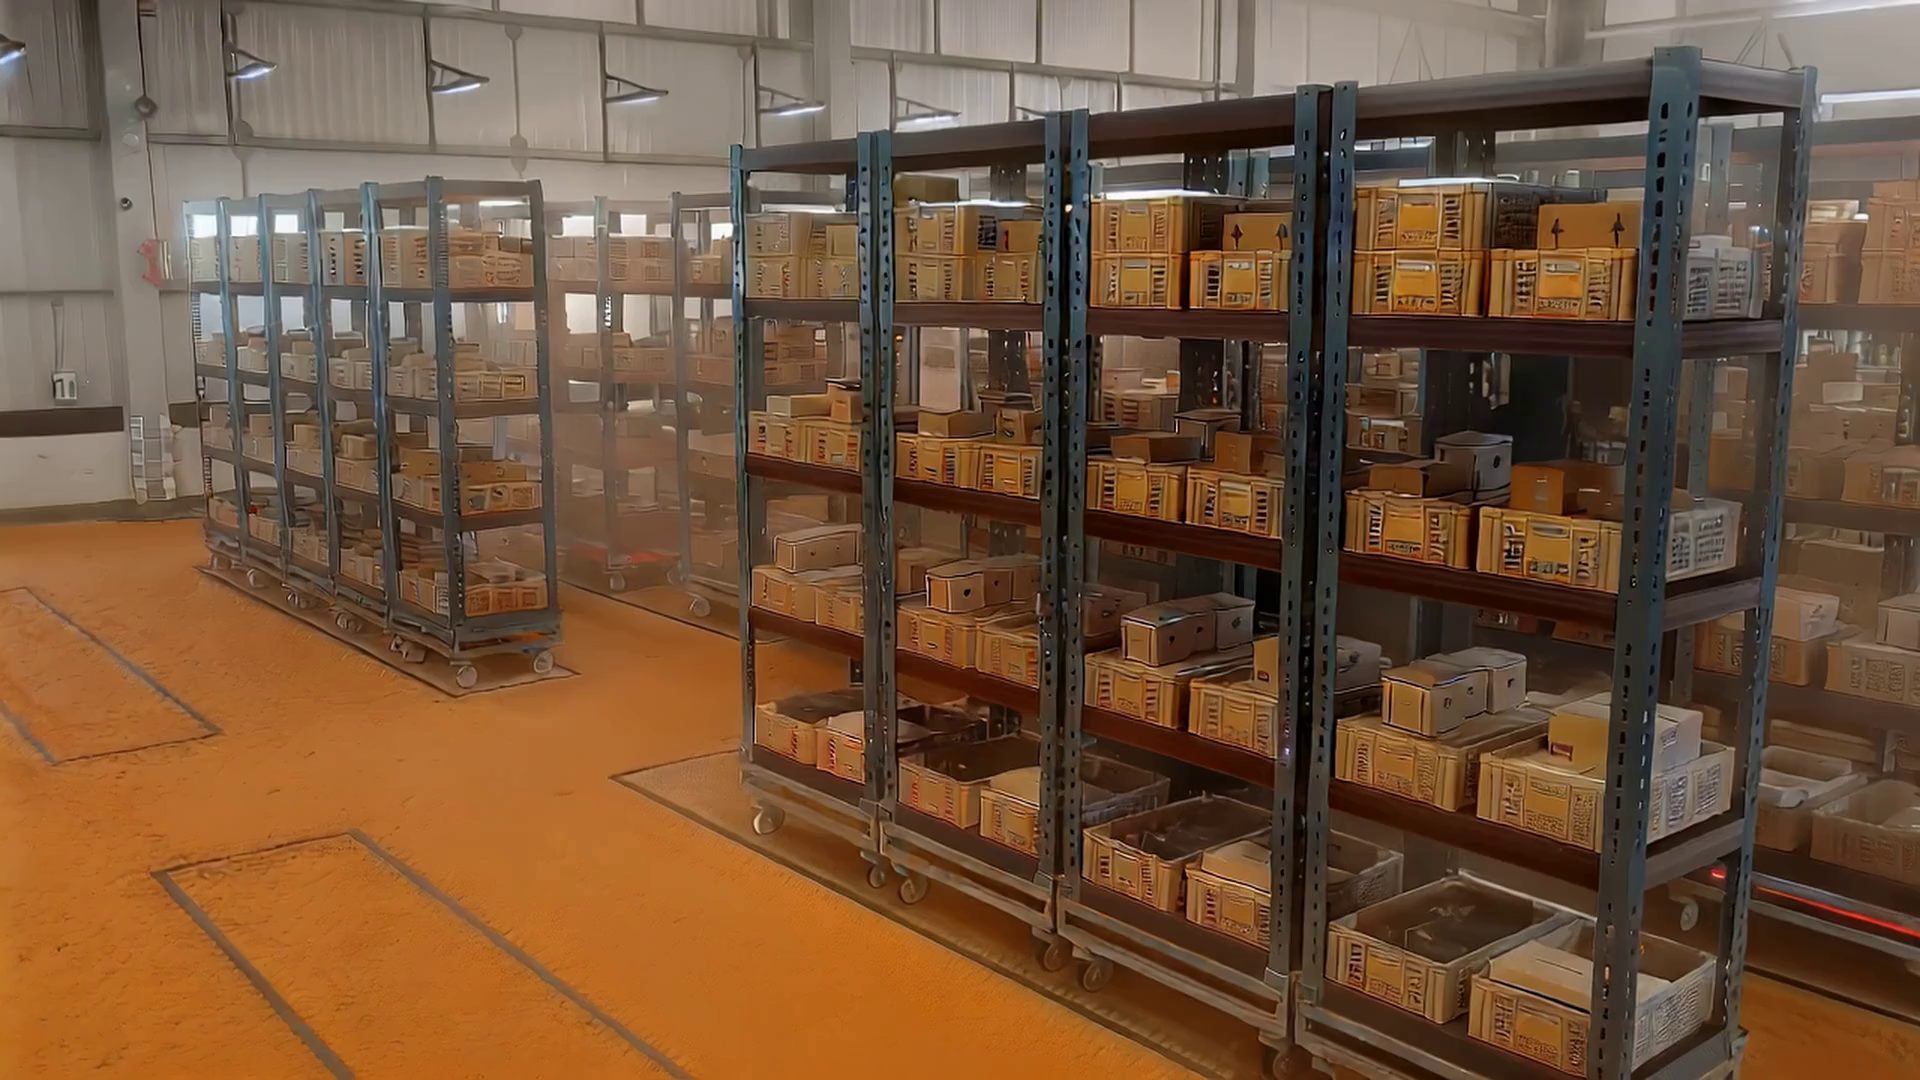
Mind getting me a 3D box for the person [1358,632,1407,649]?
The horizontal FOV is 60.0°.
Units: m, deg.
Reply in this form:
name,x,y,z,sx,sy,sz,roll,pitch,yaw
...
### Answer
name,x,y,z,sx,sy,sz,roll,pitch,yaw
person,3.297,-0.136,13.173,0.647,1.950,0.962,-8,13,-41
